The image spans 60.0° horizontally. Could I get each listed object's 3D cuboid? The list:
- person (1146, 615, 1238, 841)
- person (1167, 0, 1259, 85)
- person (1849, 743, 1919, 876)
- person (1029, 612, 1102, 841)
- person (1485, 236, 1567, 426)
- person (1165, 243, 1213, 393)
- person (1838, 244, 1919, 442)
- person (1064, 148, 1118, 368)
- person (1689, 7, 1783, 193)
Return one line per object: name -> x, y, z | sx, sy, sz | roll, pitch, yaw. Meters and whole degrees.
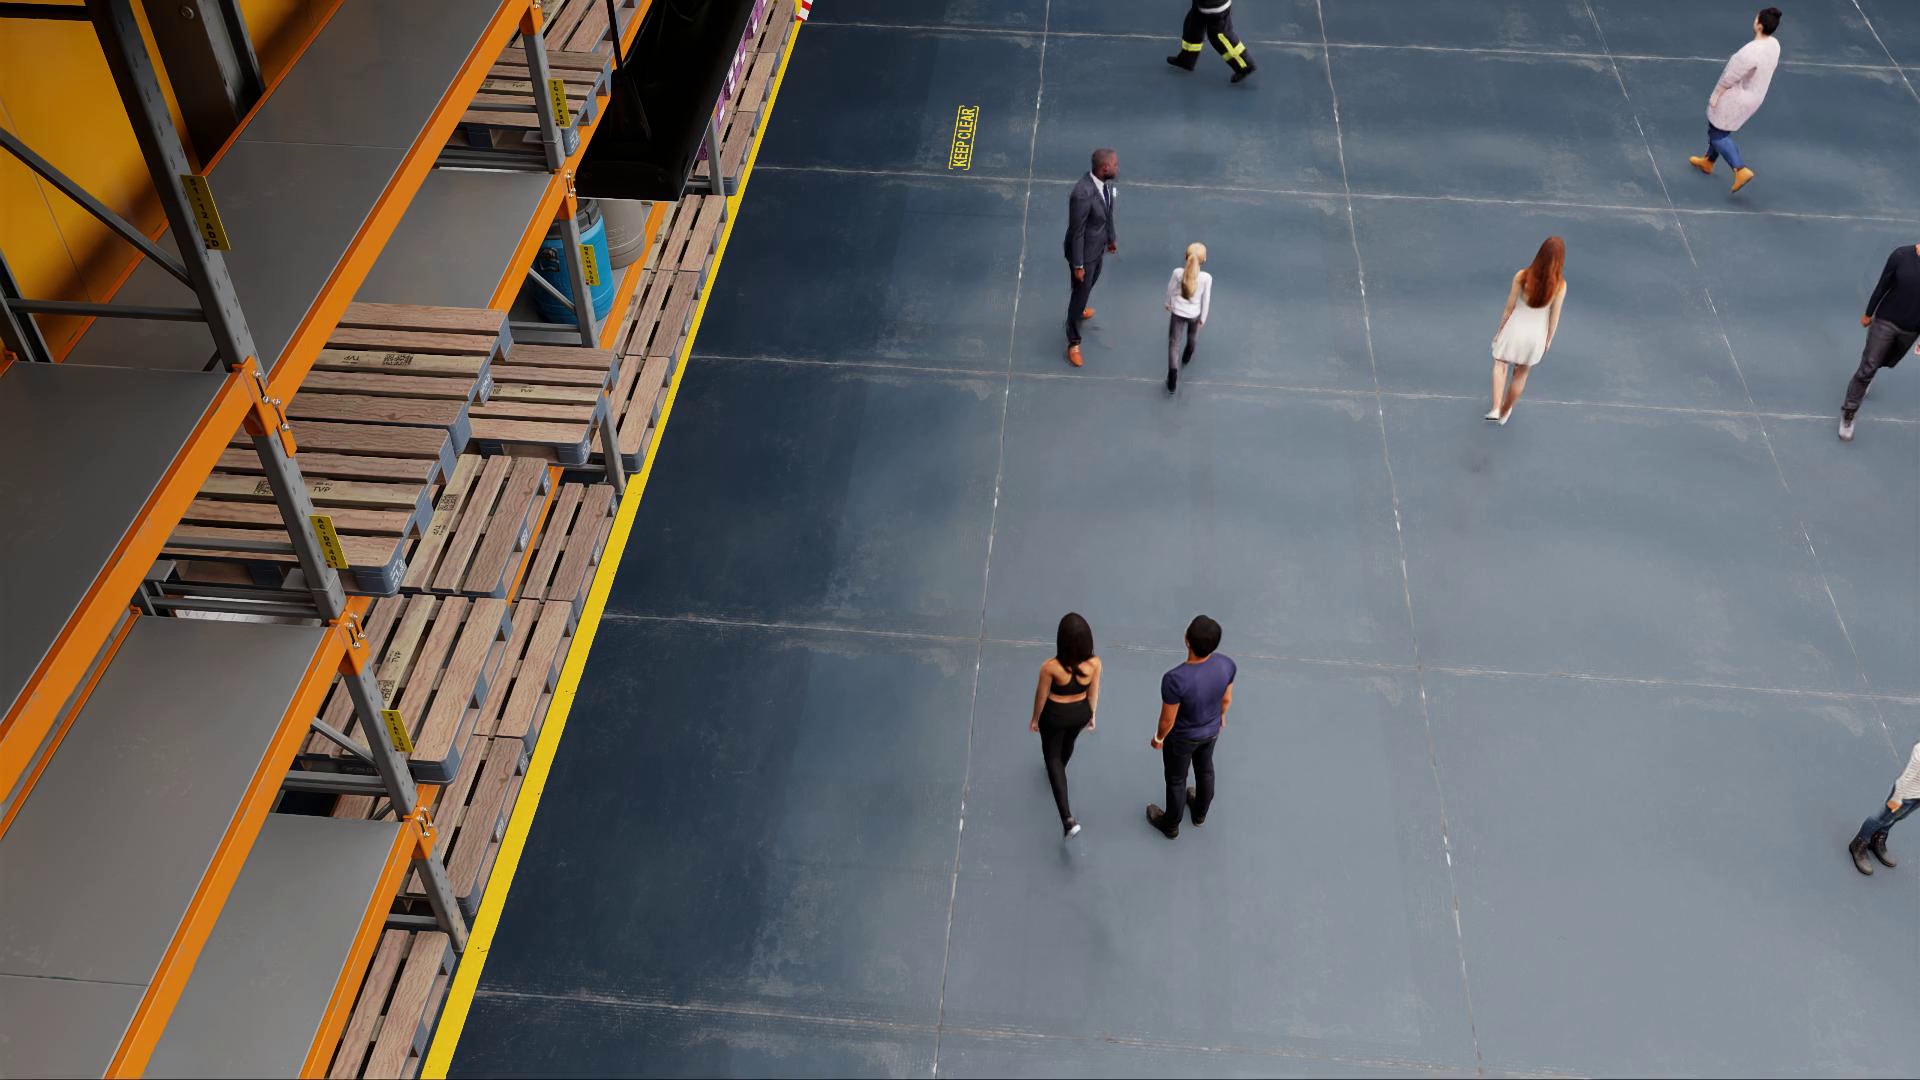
person -> 1.369, 1.110, 9.780 | 0.723, 1.793, 0.713 | -18, 47, -18
person -> 2.627, -5.506, 16.622 | 1.103, 1.935, 1.278 | 16, 46, 17
person -> 5.585, 1.461, 9.759 | 0.544, 1.314, 0.573 | -14, 45, -14
person -> 0.643, 1.108, 9.904 | 0.753, 1.624, 1.062 | -8, 44, -8
person -> 4.264, -1.515, 12.603 | 0.689, 1.701, 0.800 | 15, 46, 16
person -> 1.774, -1.757, 13.180 | 0.541, 1.254, 0.902 | 8, 44, 8
person -> 7.156, -1.696, 12.698 | 0.824, 1.831, 1.261 | 14, 45, 14
person -> 1.014, -2.310, 13.362 | 1.048, 1.804, 0.734 | 30, 51, 27
person -> 7.175, -4.005, 15.200 | 1.014, 1.724, 1.099 | -25, 49, -24
